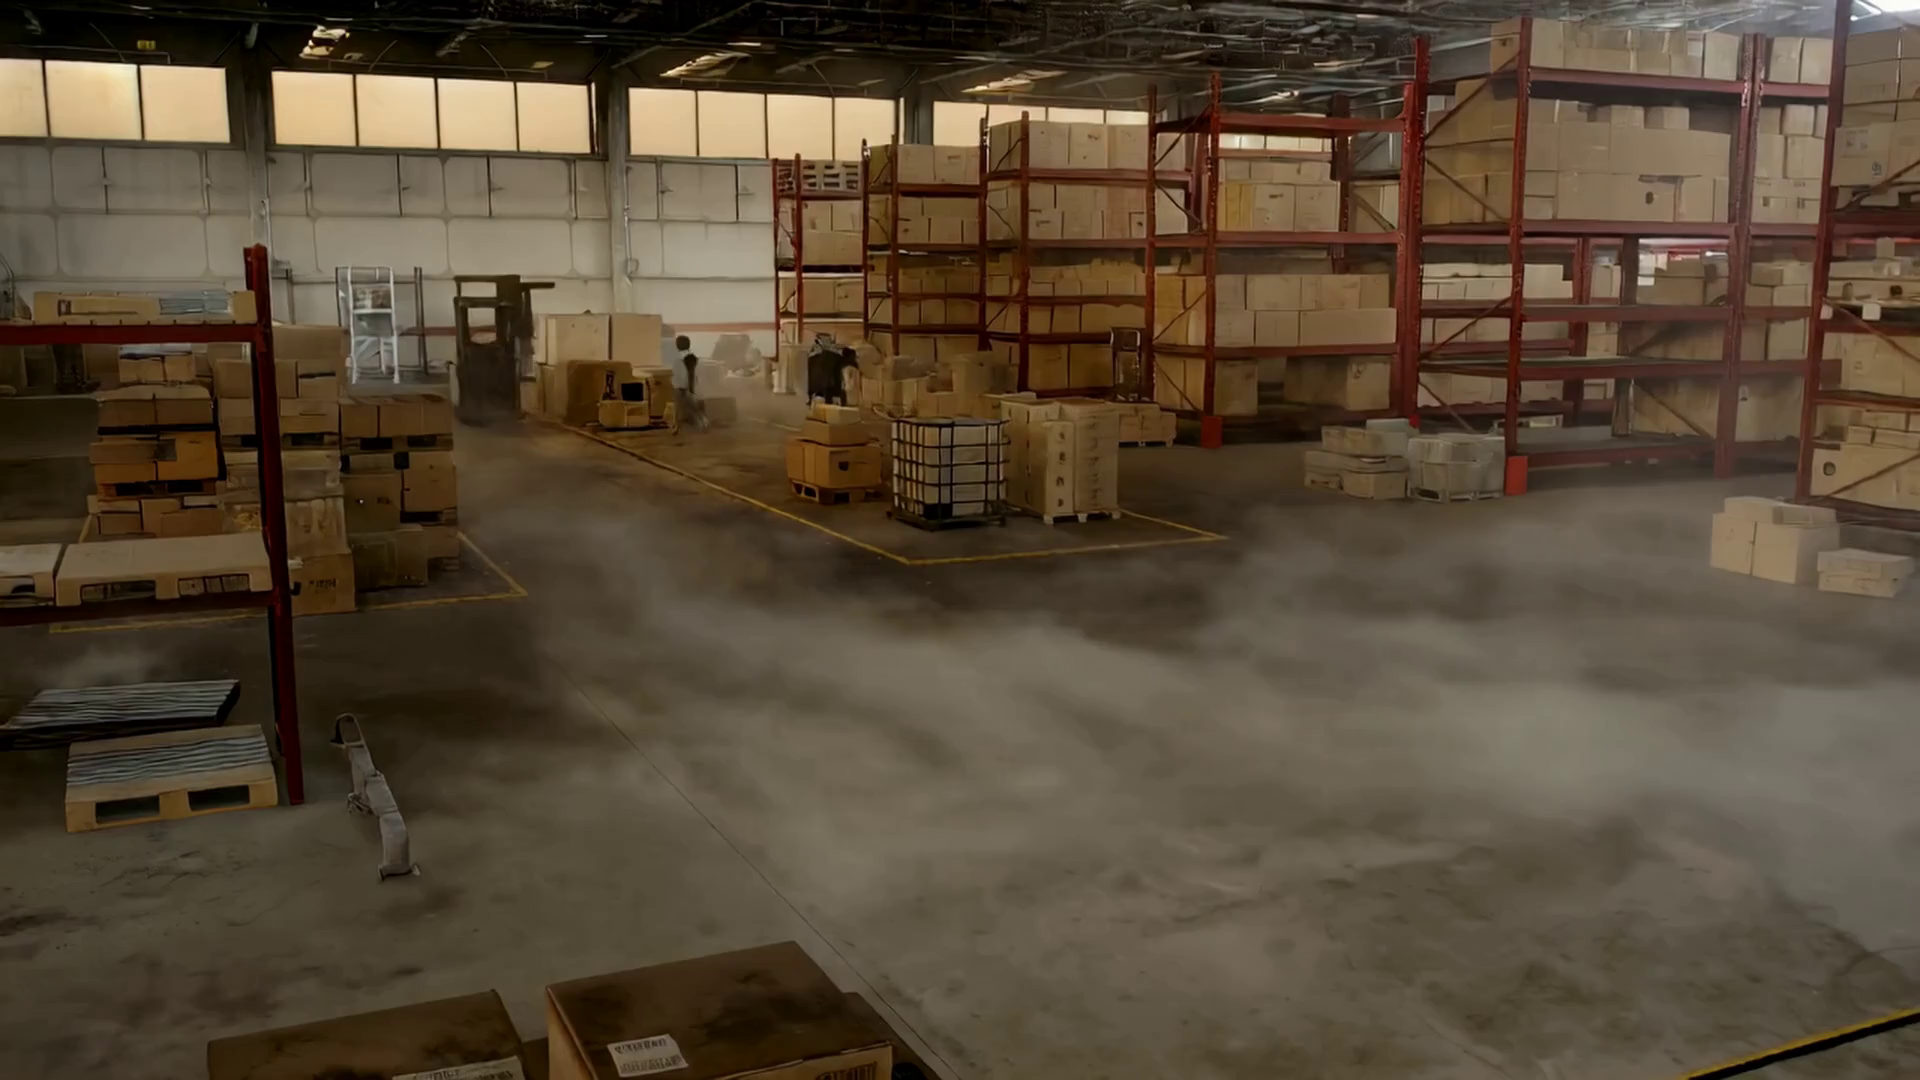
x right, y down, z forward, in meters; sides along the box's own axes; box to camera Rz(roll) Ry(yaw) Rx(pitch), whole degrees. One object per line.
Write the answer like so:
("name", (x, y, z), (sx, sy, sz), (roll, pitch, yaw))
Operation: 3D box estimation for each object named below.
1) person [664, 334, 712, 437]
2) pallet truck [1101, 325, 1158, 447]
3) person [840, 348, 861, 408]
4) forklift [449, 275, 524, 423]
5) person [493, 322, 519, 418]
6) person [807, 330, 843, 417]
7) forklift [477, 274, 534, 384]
("person", (-4.807, -2.725, 29.307), (0.843, 1.819, 0.629), (-4, 10, -23))
("pallet truck", (2.881, -2.596, 27.923), (0.823, 1.965, 1.885), (-1, 9, -7))
("person", (-1.748, -2.162, 26.164), (0.315, 1.696, 0.541), (4, 10, 23))
("forklift", (-9.261, -3.733, 32.249), (1.129, 2.768, 1.873), (-4, 10, -26))
("person", (-9.067, -3.409, 33.282), (0.558, 1.910, 0.754), (0, 9, 0))
("person", (-2.095, -2.253, 25.801), (0.609, 1.996, 0.379), (-5, 11, -30))
("forklift", (-11.408, -5.365, 42.370), (1.873, 2.768, 1.129), (-4, 10, -25))
